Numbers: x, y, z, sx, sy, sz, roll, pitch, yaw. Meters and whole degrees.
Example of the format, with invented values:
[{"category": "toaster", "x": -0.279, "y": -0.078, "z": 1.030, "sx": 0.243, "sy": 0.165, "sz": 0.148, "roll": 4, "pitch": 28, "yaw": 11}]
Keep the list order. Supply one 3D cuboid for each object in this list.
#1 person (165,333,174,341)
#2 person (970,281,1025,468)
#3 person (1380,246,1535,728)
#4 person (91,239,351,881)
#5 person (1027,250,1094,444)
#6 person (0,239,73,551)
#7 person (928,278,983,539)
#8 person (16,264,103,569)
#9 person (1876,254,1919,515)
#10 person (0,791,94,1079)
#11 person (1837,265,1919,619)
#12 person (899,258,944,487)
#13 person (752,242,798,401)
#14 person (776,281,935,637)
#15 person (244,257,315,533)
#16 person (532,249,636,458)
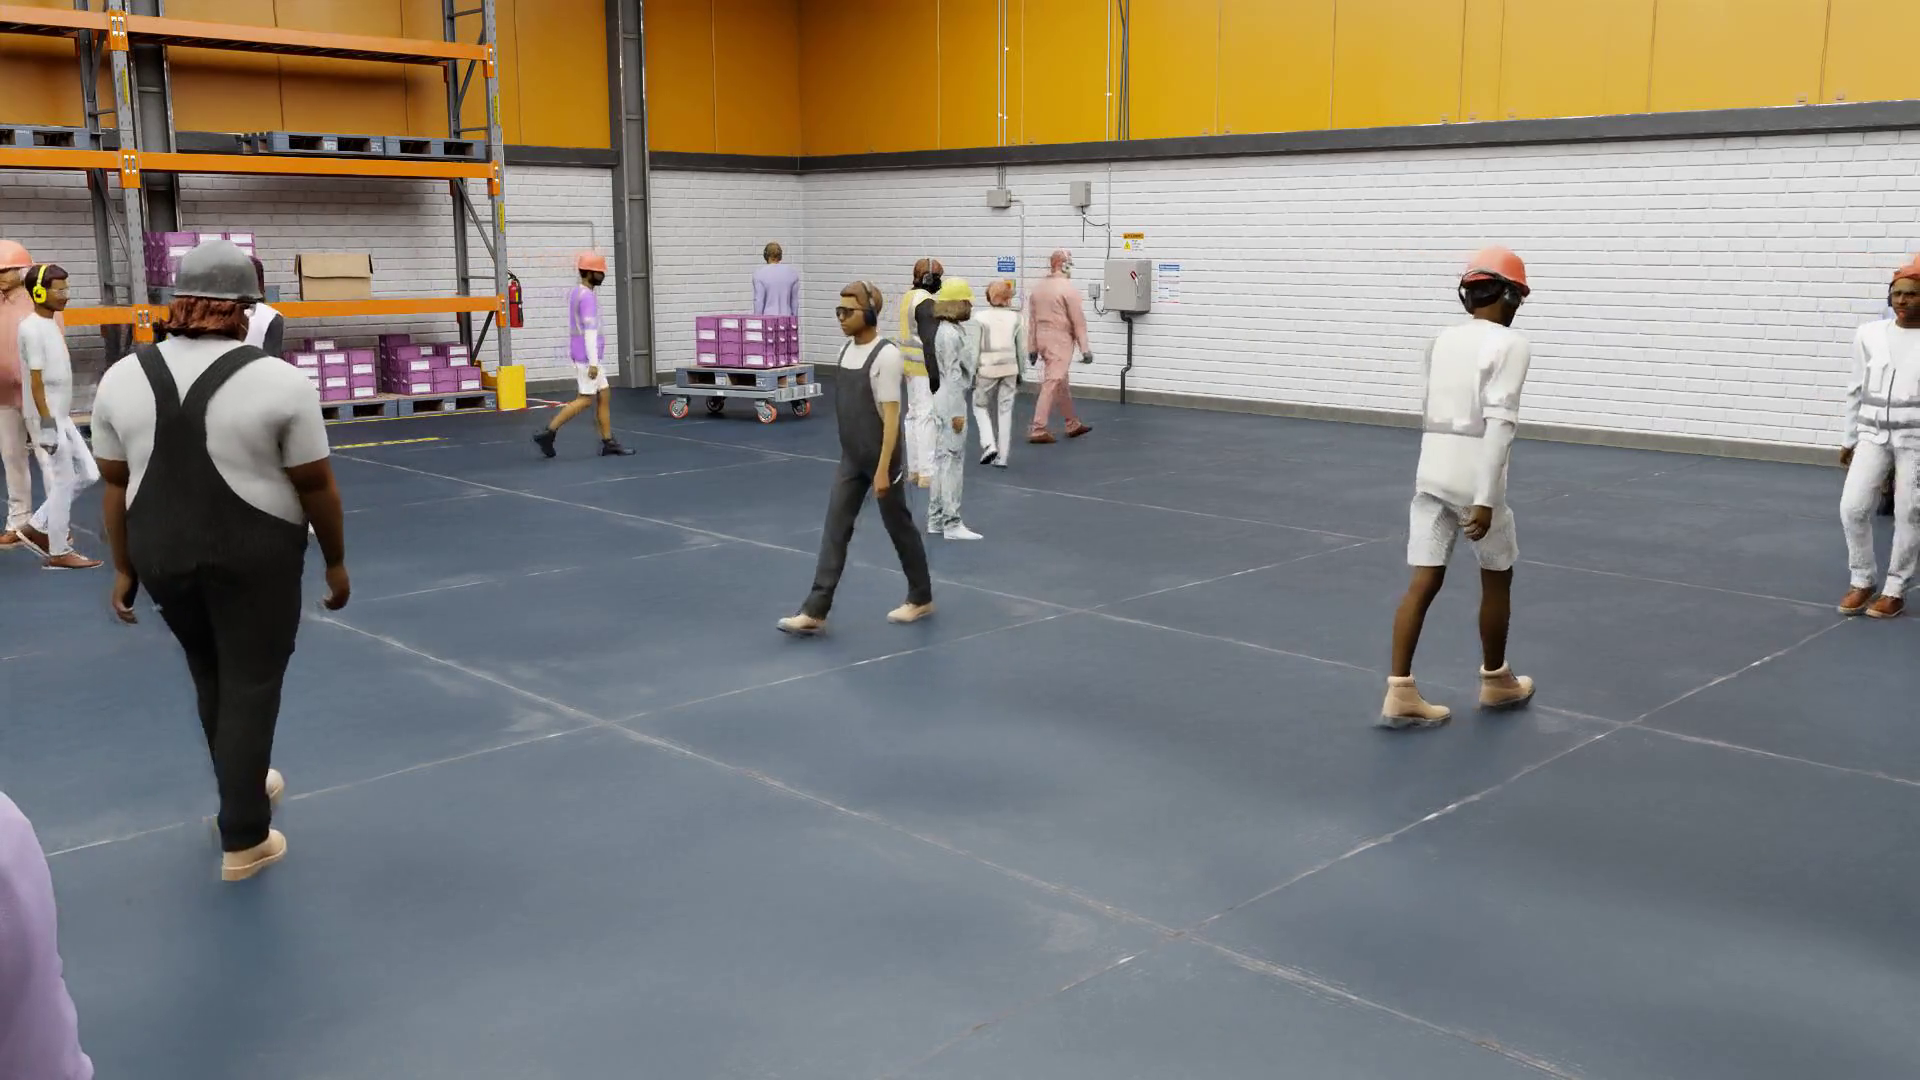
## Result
[{"category": "person", "x": -3.644, "y": -0.435, "z": 8.267, "sx": 0.631, "sy": 1.908, "sz": 0.651, "roll": -8, "pitch": 13, "yaw": -38}, {"category": "person", "x": 0.321, "y": -1.437, "z": 14.488, "sx": 0.545, "sy": 1.622, "sz": 0.373, "roll": -3, "pitch": 11, "yaw": -18}, {"category": "person", "x": 2.117, "y": -0.218, "z": 6.918, "sx": 0.972, "sy": 1.966, "sz": 0.617, "roll": -6, "pitch": 12, "yaw": -29}, {"category": "person", "x": -2.334, "y": 0.017, "z": 5.452, "sx": 0.702, "sy": 2.000, "sz": 0.896, "roll": 1, "pitch": 10, "yaw": 4}, {"category": "person", "x": 1.045, "y": -1.888, "z": 16.308, "sx": 0.948, "sy": 1.865, "sz": 0.642, "roll": -6, "pitch": 12, "yaw": -31}, {"category": "person", "x": -6.035, "y": -0.923, "z": 10.702, "sx": 0.611, "sy": 1.995, "sz": 0.377, "roll": 2, "pitch": 11, "yaw": 10}, {"category": "person", "x": -0.046, "y": -0.866, "z": 11.154, "sx": 0.426, "sy": 1.747, "sz": 0.505, "roll": -1, "pitch": 10, "yaw": -5}, {"category": "person", "x": -5.451, "y": -0.731, "z": 10.043, "sx": 0.424, "sy": 1.848, "sz": 0.537, "roll": -3, "pitch": 11, "yaw": -18}, {"category": "person", "x": 6.877, "y": -1.116, "z": 11.966, "sx": 0.470, "sy": 1.923, "sz": 0.552, "roll": -4, "pitch": 11, "yaw": -21}, {"category": "person", "x": -1.072, "y": 0.810, "z": 1.495, "sx": 0.655, "sy": 1.906, "sz": 0.407, "roll": -2, "pitch": 11, "yaw": -11}, {"category": "person", "x": 4.881, "y": -0.494, "z": 8.704, "sx": 0.526, "sy": 1.867, "sz": 0.615, "roll": -8, "pitch": 13, "yaw": -38}, {"category": "person", "x": -0.267, "y": -1.352, "z": 13.471, "sx": 0.429, "sy": 1.841, "sz": 0.621, "roll": -3, "pitch": 11, "yaw": -17}, {"category": "person", "x": -2.261, "y": -2.668, "z": 20.374, "sx": 0.635, "sy": 1.937, "sz": 0.352, "roll": -8, "pitch": 13, "yaw": -37}, {"category": "person", "x": -0.493, "y": -0.408, "z": 8.453, "sx": 0.955, "sy": 1.794, "sz": 0.527, "roll": -9, "pitch": 14, "yaw": -40}, {"category": "person", "x": -4.718, "y": -0.922, "z": 11.010, "sx": 0.598, "sy": 1.894, "sz": 0.813, "roll": 4, "pitch": 11, "yaw": 21}, {"category": "person", "x": -3.438, "y": -1.666, "z": 15.033, "sx": 0.868, "sy": 1.906, "sz": 0.559, "roll": -4, "pitch": 11, "yaw": -19}]
